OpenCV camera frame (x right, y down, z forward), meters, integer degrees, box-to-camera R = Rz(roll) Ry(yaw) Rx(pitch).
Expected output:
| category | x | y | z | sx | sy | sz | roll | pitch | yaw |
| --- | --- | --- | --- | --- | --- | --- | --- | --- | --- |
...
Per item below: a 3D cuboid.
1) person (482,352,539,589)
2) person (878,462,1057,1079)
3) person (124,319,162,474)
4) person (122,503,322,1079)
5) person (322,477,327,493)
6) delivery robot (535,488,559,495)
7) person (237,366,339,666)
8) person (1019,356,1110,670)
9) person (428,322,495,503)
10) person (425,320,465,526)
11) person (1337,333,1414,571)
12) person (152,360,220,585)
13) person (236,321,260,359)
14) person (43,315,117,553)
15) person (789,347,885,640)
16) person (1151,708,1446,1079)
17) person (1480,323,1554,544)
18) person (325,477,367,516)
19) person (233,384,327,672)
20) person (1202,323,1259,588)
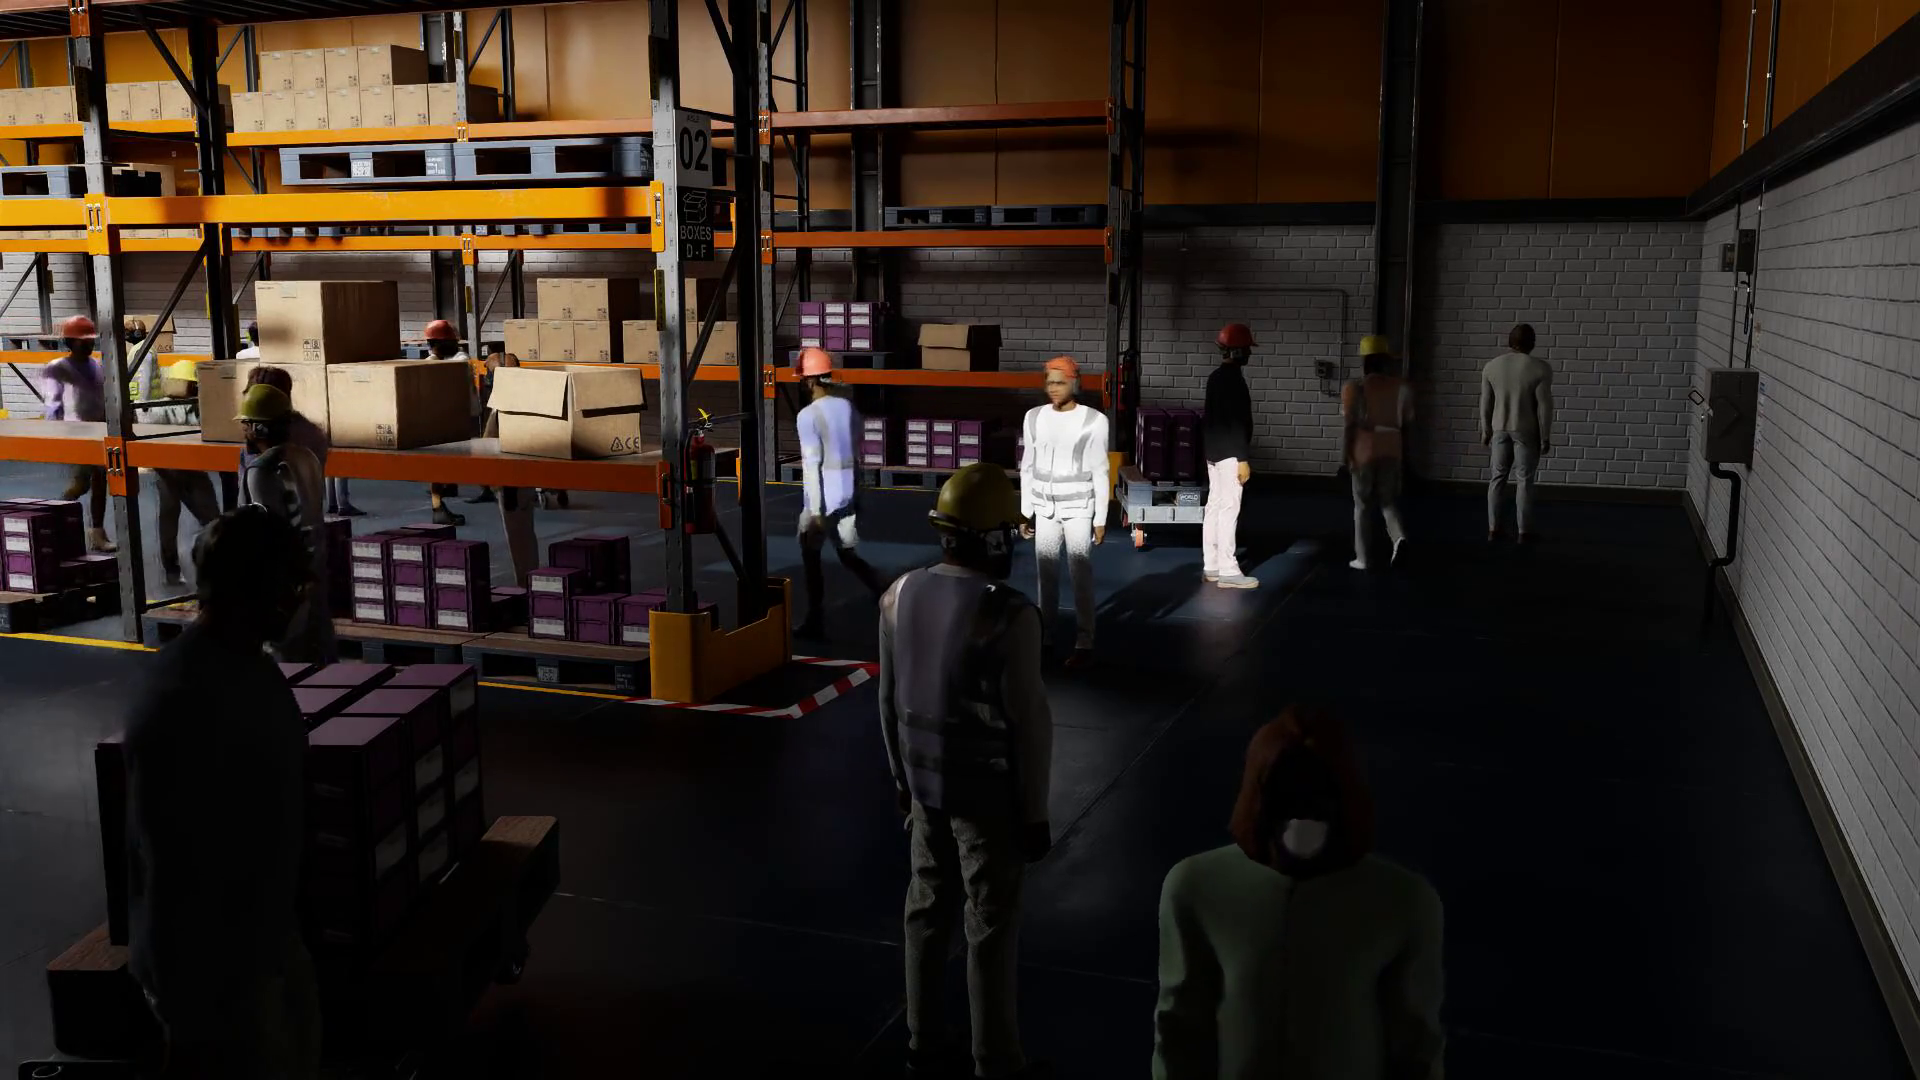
| category | x | y | z | sx | sy | sz | roll | pitch | yaw |
| --- | --- | --- | --- | --- | --- | --- | --- | --- | --- |
| person | -3.107 | -0.385 | 11.545 | 0.430 | 1.837 | 0.632 | -2 | 9 | -12 |
| person | 0.039 | 0.691 | 4.774 | 0.600 | 1.829 | 0.404 | 8 | 12 | 43 |
| person | -9.751 | -1.706 | 19.835 | 0.429 | 1.837 | 0.624 | -5 | 10 | -27 |
| person | -1.536 | 0.882 | 3.394 | 0.548 | 1.896 | 0.701 | -2 | 9 | -10 |
| person | -6.795 | -1.336 | 17.580 | 0.598 | 1.818 | 0.595 | -7 | 11 | -36 |
| delivery robot | -4.360 | -0.666 | 16.996 | 0.707 | 0.478 | 0.477 | 6 | 11 | 34 |
| person | -3.537 | 0.041 | 8.663 | 0.401 | 1.909 | 0.646 | 1 | 9 | 7 |
| person | 0.629 | -0.163 | 10.002 | 0.583 | 1.879 | 0.346 | 6 | 11 | 32 |
| person | -5.237 | -1.336 | 17.347 | 0.522 | 1.897 | 0.723 | -5 | 10 | -30 |
| person | -4.882 | -1.103 | 15.703 | 0.361 | 1.939 | 0.542 | -2 | 9 | -13 |
| person | 3.306 | -0.676 | 13.139 | 0.599 | 1.911 | 0.626 | -2 | 9 | -11 |
| person | -5.817 | -0.492 | 12.564 | 0.709 | 1.715 | 0.499 | 5 | 10 | 29 |
| person | -7.605 | -1.453 | 18.123 | 0.533 | 1.868 | 0.314 | 2 | 9 | 9 |
| person | -7.458 | -0.892 | 14.121 | 0.560 | 2.028 | 0.606 | 4 | 10 | 24 |
| person | -0.773 | -0.271 | 10.561 | 0.765 | 1.911 | 0.562 | 7 | 11 | 36 |
| person | 0.600 | 1.080 | 2.995 | 0.505 | 1.621 | 0.466 | 3 | 9 | 15 |
| person | 4.902 | -0.937 | 14.664 | 0.635 | 1.937 | 0.353 | 7 | 12 | 39 |
| person | -6.091 | -1.121 | 16.344 | 0.301 | 1.772 | 0.531 | -8 | 12 | -41 |
| person | -3.324 | 0.155 | 8.134 | 0.403 | 1.832 | 0.594 | 0 | 9 | 1 |
| person | 2.049 | -0.640 | 12.615 | 0.385 | 1.995 | 0.612 | -2 | 9 | -12 |
